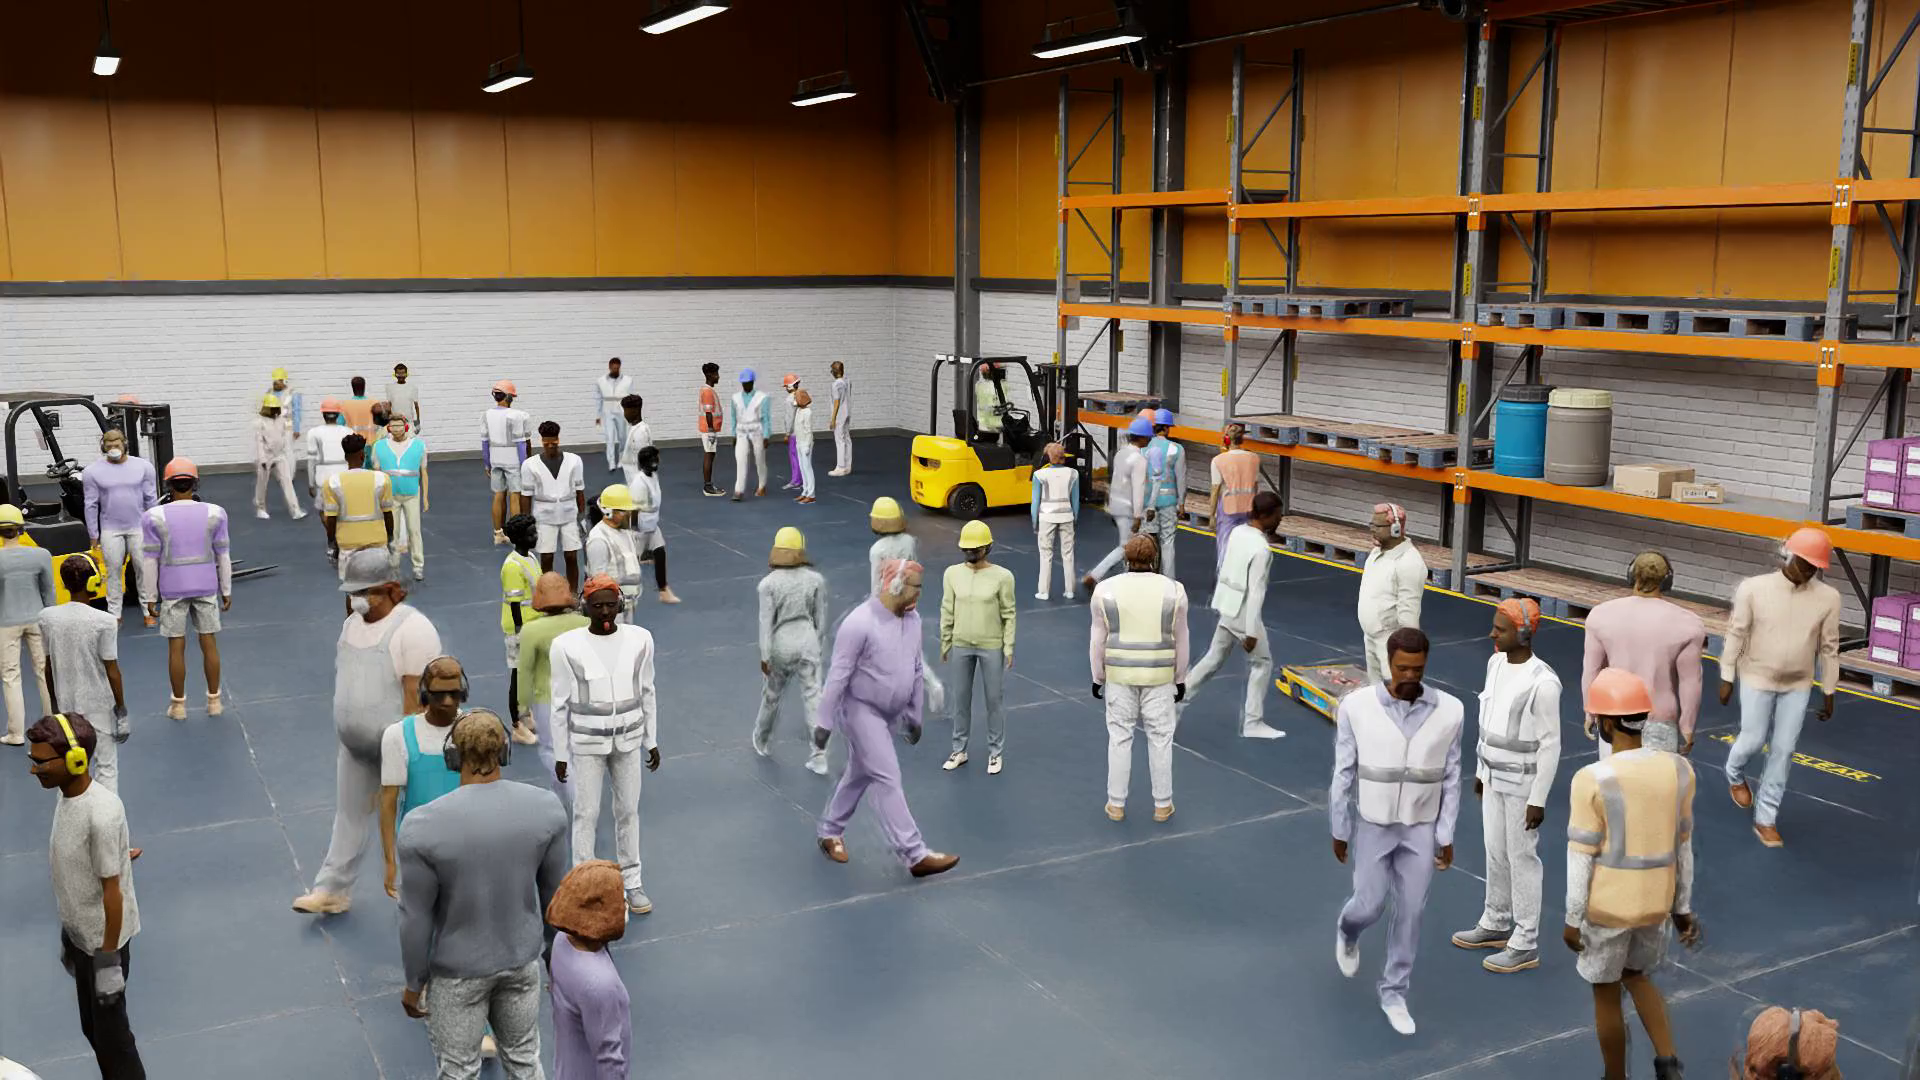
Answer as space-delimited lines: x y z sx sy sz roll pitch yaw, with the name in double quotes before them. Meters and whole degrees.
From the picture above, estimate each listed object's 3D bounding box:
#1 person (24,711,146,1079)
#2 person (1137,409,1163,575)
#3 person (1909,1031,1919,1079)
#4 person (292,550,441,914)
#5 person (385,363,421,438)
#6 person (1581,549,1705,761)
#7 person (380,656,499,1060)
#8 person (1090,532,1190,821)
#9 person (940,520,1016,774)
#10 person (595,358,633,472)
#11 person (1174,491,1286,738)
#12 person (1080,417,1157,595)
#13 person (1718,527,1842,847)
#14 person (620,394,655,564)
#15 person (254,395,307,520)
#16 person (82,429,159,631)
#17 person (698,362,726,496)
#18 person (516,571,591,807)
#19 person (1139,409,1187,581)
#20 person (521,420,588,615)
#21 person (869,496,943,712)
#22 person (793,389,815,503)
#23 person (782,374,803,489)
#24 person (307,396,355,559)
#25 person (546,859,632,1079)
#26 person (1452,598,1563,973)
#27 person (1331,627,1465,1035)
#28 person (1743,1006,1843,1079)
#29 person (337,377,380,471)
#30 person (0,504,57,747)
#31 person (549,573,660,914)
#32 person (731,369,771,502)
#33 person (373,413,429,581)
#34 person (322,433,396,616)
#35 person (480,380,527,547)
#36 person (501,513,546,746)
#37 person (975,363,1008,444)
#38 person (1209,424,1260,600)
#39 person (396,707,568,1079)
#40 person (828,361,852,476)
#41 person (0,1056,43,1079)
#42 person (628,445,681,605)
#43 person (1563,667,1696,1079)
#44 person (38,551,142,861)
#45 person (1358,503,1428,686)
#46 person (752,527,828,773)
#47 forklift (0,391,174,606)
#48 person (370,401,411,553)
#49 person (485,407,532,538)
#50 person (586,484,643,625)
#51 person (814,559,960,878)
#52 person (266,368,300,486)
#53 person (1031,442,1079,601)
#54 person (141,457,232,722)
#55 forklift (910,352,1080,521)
"person" -3.355 1.563 6.409 0.347 1.857 0.515 -9 13 -43
"person" 1.968 -0.417 17.546 0.348 1.942 0.546 -2 10 -10
"person" 4.111 1.528 6.639 0.560 1.842 0.517 3 10 16
"person" -3.156 1.010 9.048 0.688 2.000 1.014 4 11 24
"person" -8.665 -1.819 25.877 0.509 1.858 0.334 -2 10 -13
"person" 3.814 1.009 9.349 0.629 1.939 0.372 6 12 31
"person" -2.349 1.398 7.556 0.531 1.795 0.986 -4 11 -21
"person" 1.128 0.862 10.475 0.621 1.845 0.429 1 10 5
"person" 0.115 0.735 11.429 0.535 1.766 0.317 3 10 18
"person" -5.670 -2.065 27.312 0.643 1.868 1.023 -2 10 -10
"person" 1.947 0.554 12.207 0.845 1.867 0.631 -2 10 -12
"person" 1.636 -0.307 17.039 0.773 1.912 0.651 -2 10 -13
"person" 5.002 0.855 10.209 0.659 1.953 0.660 2 10 11
"person" -3.707 -0.708 19.174 0.372 1.960 0.604 -2 10 -11
"person" -9.155 -1.097 22.191 0.919 1.680 0.492 7 12 34
"person" -7.925 -0.096 15.755 0.631 1.931 0.380 -5 11 -27
"person" -3.668 -1.638 24.510 0.368 1.966 0.602 -2 10 -10
"person" -2.482 1.000 10.353 0.700 1.610 0.506 9 14 43
"person" 2.089 -0.408 17.503 0.610 1.936 0.410 4 11 24
"person" -3.975 -0.209 16.337 0.622 1.950 0.389 -4 11 -22
"person" -0.473 0.519 12.791 0.660 1.719 0.492 8 13 40
"person" -2.236 -1.340 23.775 0.272 1.627 0.502 -4 11 -22
"person" -2.522 -1.648 25.201 0.335 1.743 0.561 3 10 19
"person" -7.211 -0.693 19.175 0.553 1.926 0.587 -6 12 -31
"person" -1.194 1.835 5.468 0.269 1.631 0.509 -5 11 -28
"person" 2.757 1.213 8.331 0.343 1.882 0.586 -2 10 -12
"person" 2.021 1.305 7.791 0.595 1.901 0.594 0 10 0
"person" 2.122 2.014 4.459 0.438 1.626 0.520 4 11 24
"person" -8.236 -1.306 22.876 0.623 1.862 1.003 -4 11 -24
"person" -6.857 0.616 12.114 0.318 1.766 0.533 9 13 42
"person" -1.900 1.107 8.942 0.584 1.882 0.346 -5 11 -28
"person" -3.026 -1.512 23.997 0.632 1.894 0.987 2 10 14
"person" -6.078 -0.469 18.124 0.568 1.845 0.386 -2 10 -13
"person" -5.402 0.015 15.005 0.602 1.961 0.371 -5 11 -25
"person" -5.515 -0.932 20.251 0.605 2.035 0.385 4 11 20
"person" -3.177 0.642 12.158 0.318 1.696 0.532 0 10 -2
"person" 0.481 -1.808 25.447 0.612 1.996 1.086 6 12 33
"person" 2.805 -0.266 16.992 0.566 1.836 0.382 -4 11 -23
"person" -1.749 1.569 6.167 0.635 1.928 0.382 -7 12 -36
"person" -1.920 -1.945 26.642 0.344 1.839 0.504 5 11 24
"person" -2.456 1.902 4.126 0.613 1.965 0.361 3 10 19
"person" -3.287 -0.156 16.879 0.824 1.650 0.568 3 10 14
"person" 2.703 1.470 6.753 0.572 1.915 0.500 -3 10 -16
"person" -5.068 0.994 9.669 0.505 1.864 0.331 2 10 9
"person" 2.898 0.691 11.315 0.395 1.899 0.640 -2 10 -11
"person" -1.184 0.743 11.607 0.500 1.688 0.880 -4 11 -24
"forklift" -9.026 -0.363 16.508 1.214 2.155 2.313 6 11 29
"person" -6.731 -0.743 19.772 0.466 1.823 0.666 -5 11 -26
"person" -5.639 -0.987 20.758 0.606 1.967 0.367 -5 11 -28
"person" -2.647 0.470 12.797 0.403 1.818 0.605 1 10 7
"person" -0.467 1.022 9.590 0.988 1.836 0.707 6 11 31
"person" -10.344 -1.721 25.388 0.617 1.821 0.425 3 10 15
"person" 0.982 -0.186 17.131 0.518 1.633 0.317 -2 10 -12
"person" -5.910 0.376 12.751 0.611 2.030 0.410 -7 12 -33
"forklift" 0.460 -1.461 22.833 2.313 2.155 1.214 -5 11 -28
